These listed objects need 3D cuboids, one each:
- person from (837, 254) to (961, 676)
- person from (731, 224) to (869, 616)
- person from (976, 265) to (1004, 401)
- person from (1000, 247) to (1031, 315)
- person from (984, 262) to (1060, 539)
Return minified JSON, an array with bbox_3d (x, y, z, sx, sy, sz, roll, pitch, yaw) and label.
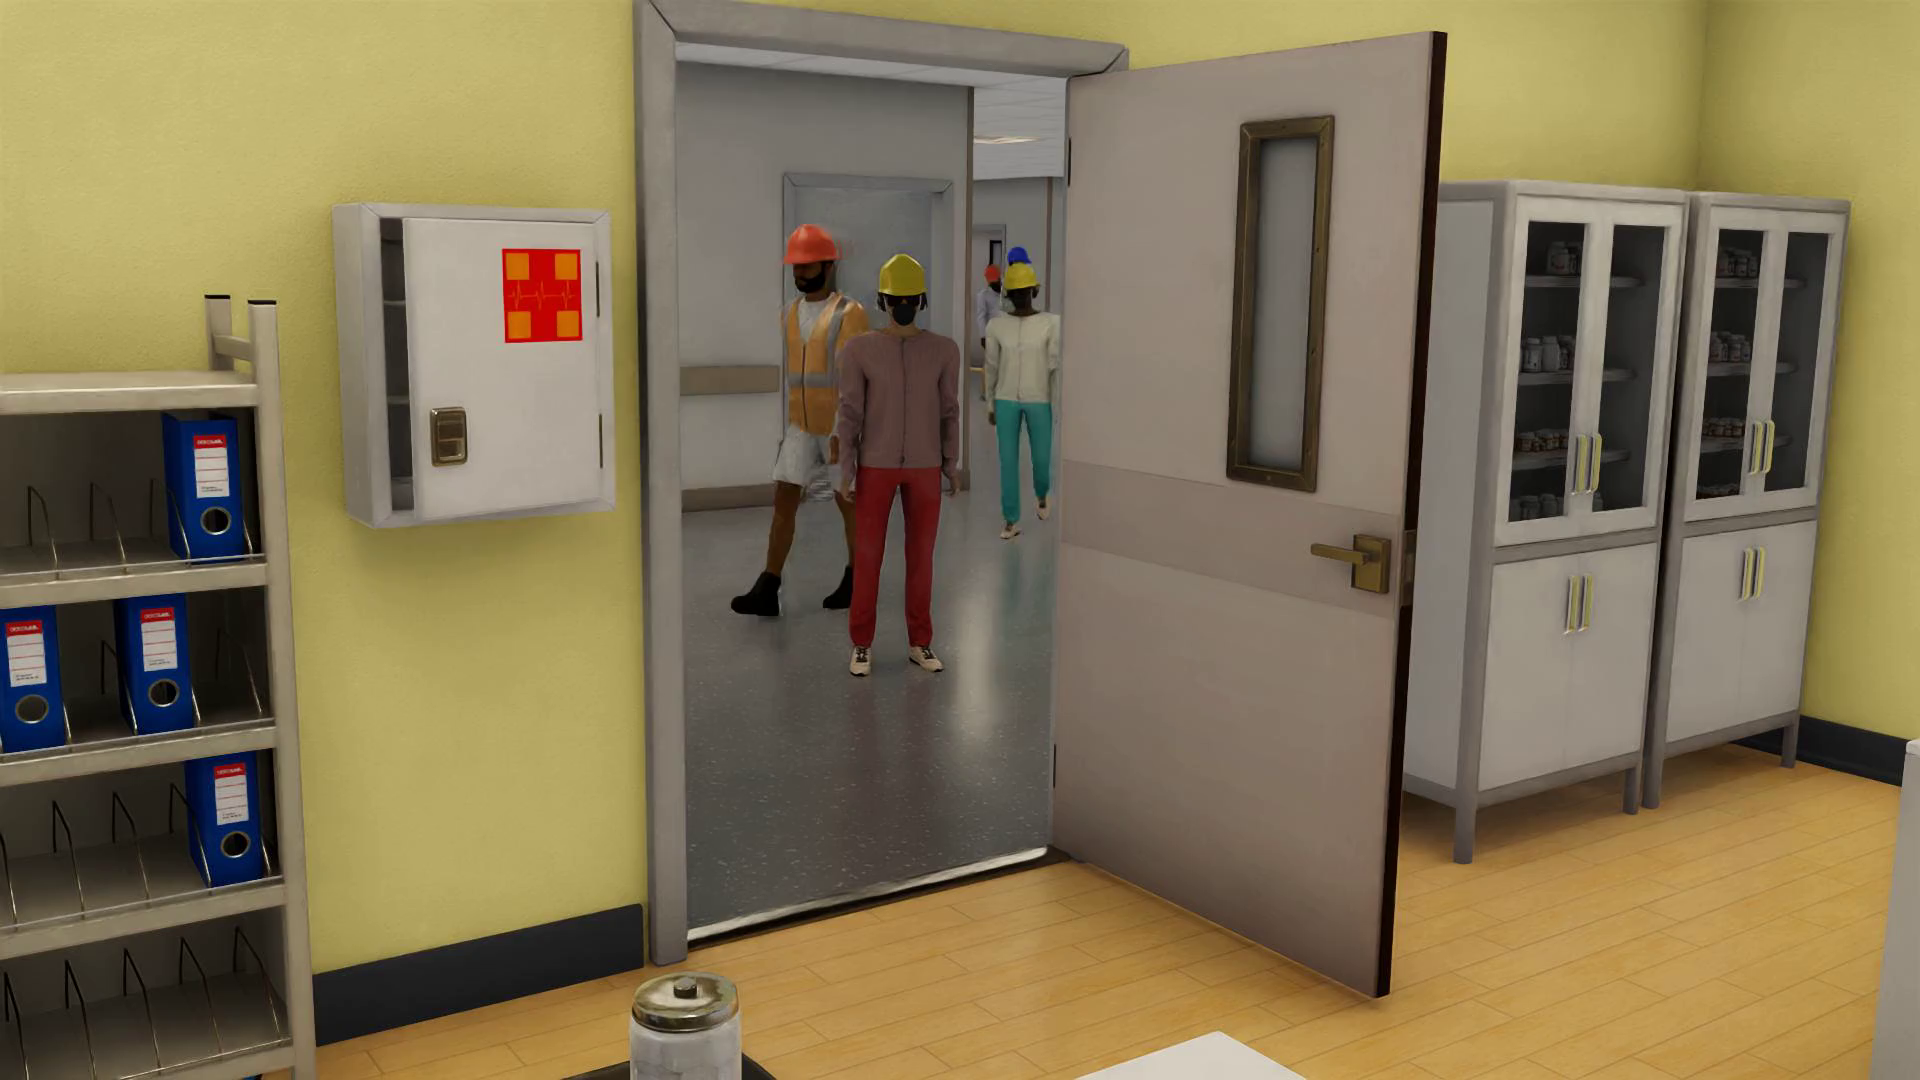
[{"bbox_3d":[-0.248,-0.304,6.977,0.533,1.767,0.326,-2,10,-15],"label":"person"},{"bbox_3d":[-0.734,-0.556,8.040,0.545,1.891,0.947,7,11,32],"label":"person"},{"bbox_3d":[0.438,-2.585,20.854,0.611,1.712,0.430,-7,12,-38],"label":"person"},{"bbox_3d":[0.632,-2.541,20.020,0.465,1.919,0.696,2,10,9],"label":"person"},{"bbox_3d":[0.415,-0.894,10.613,0.530,1.746,0.530,3,10,10],"label":"person"}]
